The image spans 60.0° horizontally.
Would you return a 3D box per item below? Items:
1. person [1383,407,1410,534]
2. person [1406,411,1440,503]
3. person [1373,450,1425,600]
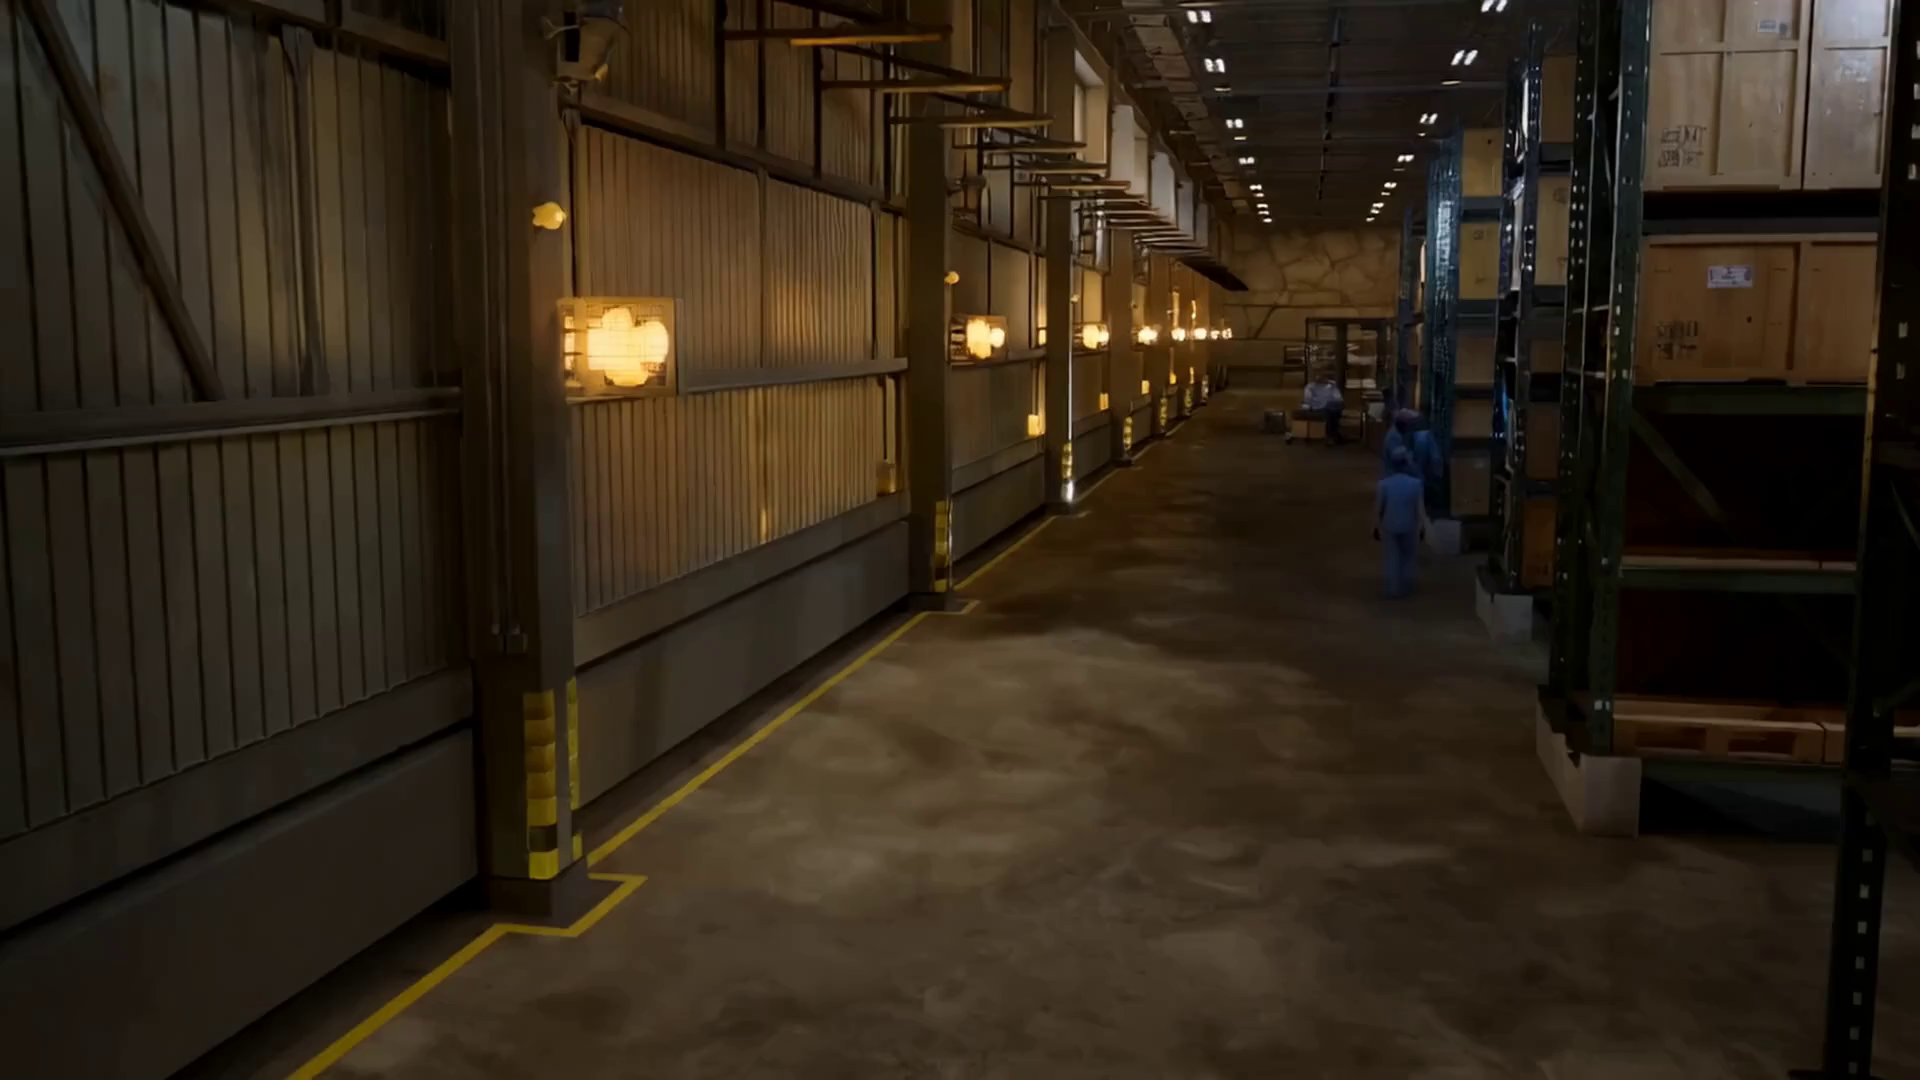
[{"bbox_3d":[6.696,-1.052,25.551,0.380,1.965,0.753,3,8,22],"label":"person"},{"bbox_3d":[7.256,-1.104,26.260,0.989,1.859,0.557,4,8,29],"label":"person"},{"bbox_3d":[5.098,-0.177,19.332,0.592,1.731,0.472,2,7,12],"label":"person"}]
